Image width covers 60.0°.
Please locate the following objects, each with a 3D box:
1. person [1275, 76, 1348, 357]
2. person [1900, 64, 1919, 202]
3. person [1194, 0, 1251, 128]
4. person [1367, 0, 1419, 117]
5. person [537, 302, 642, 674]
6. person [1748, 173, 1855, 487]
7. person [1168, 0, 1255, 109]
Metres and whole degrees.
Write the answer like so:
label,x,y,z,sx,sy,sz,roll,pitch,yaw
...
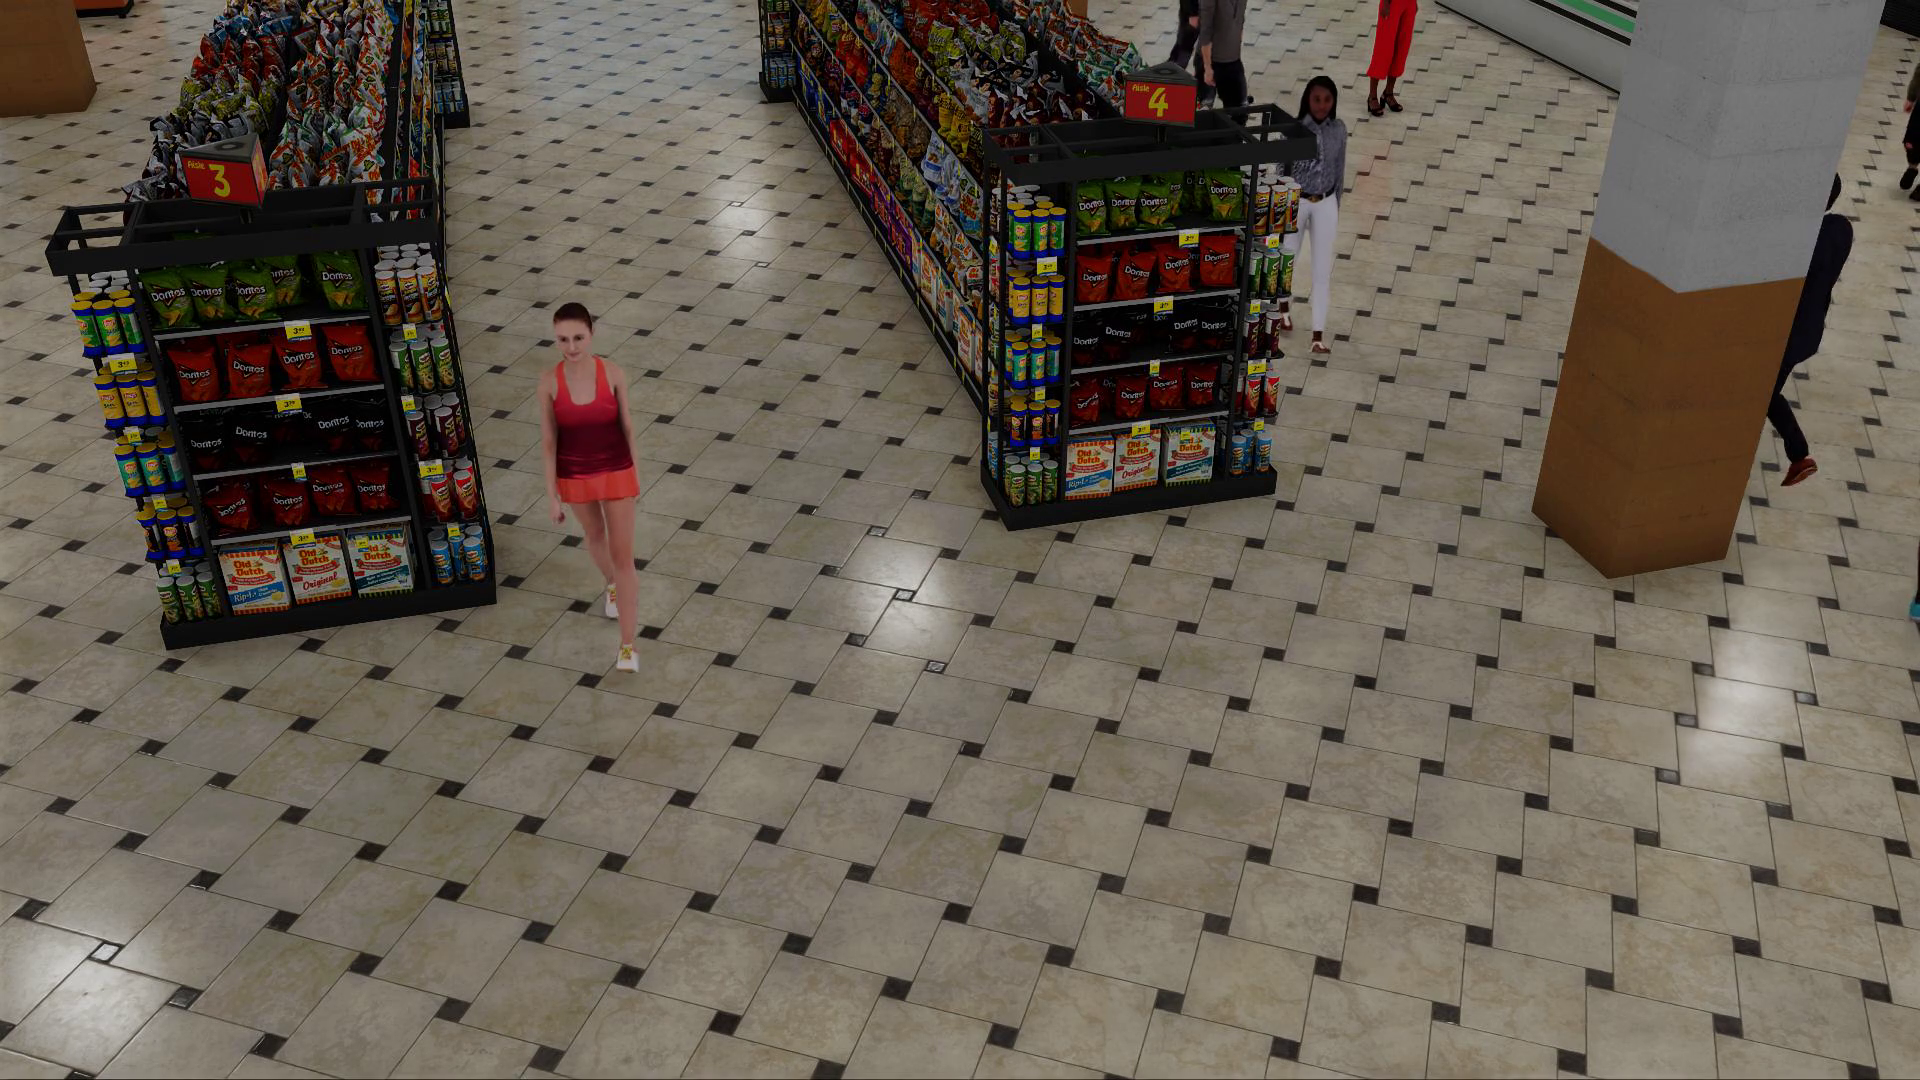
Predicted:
label,x,y,z,sx,sy,sz,roll,pitch,yaw
person,2.150,-2.062,10.402,0.804,1.687,1.138,0,32,-1
person,7.450,-3.319,12.634,0.708,1.462,0.794,23,39,32
person,1.937,-3.720,12.883,0.840,1.880,0.982,-17,36,-25
person,3.778,-4.581,14.350,0.652,1.794,0.628,-19,37,-27
person,-1.646,-0.313,7.567,0.649,1.713,1.133,-5,32,-8
person,4.311,-1.002,8.583,0.864,1.808,0.958,-22,38,-31
person,2.012,-4.610,14.388,1.060,1.802,1.216,-28,41,-37
